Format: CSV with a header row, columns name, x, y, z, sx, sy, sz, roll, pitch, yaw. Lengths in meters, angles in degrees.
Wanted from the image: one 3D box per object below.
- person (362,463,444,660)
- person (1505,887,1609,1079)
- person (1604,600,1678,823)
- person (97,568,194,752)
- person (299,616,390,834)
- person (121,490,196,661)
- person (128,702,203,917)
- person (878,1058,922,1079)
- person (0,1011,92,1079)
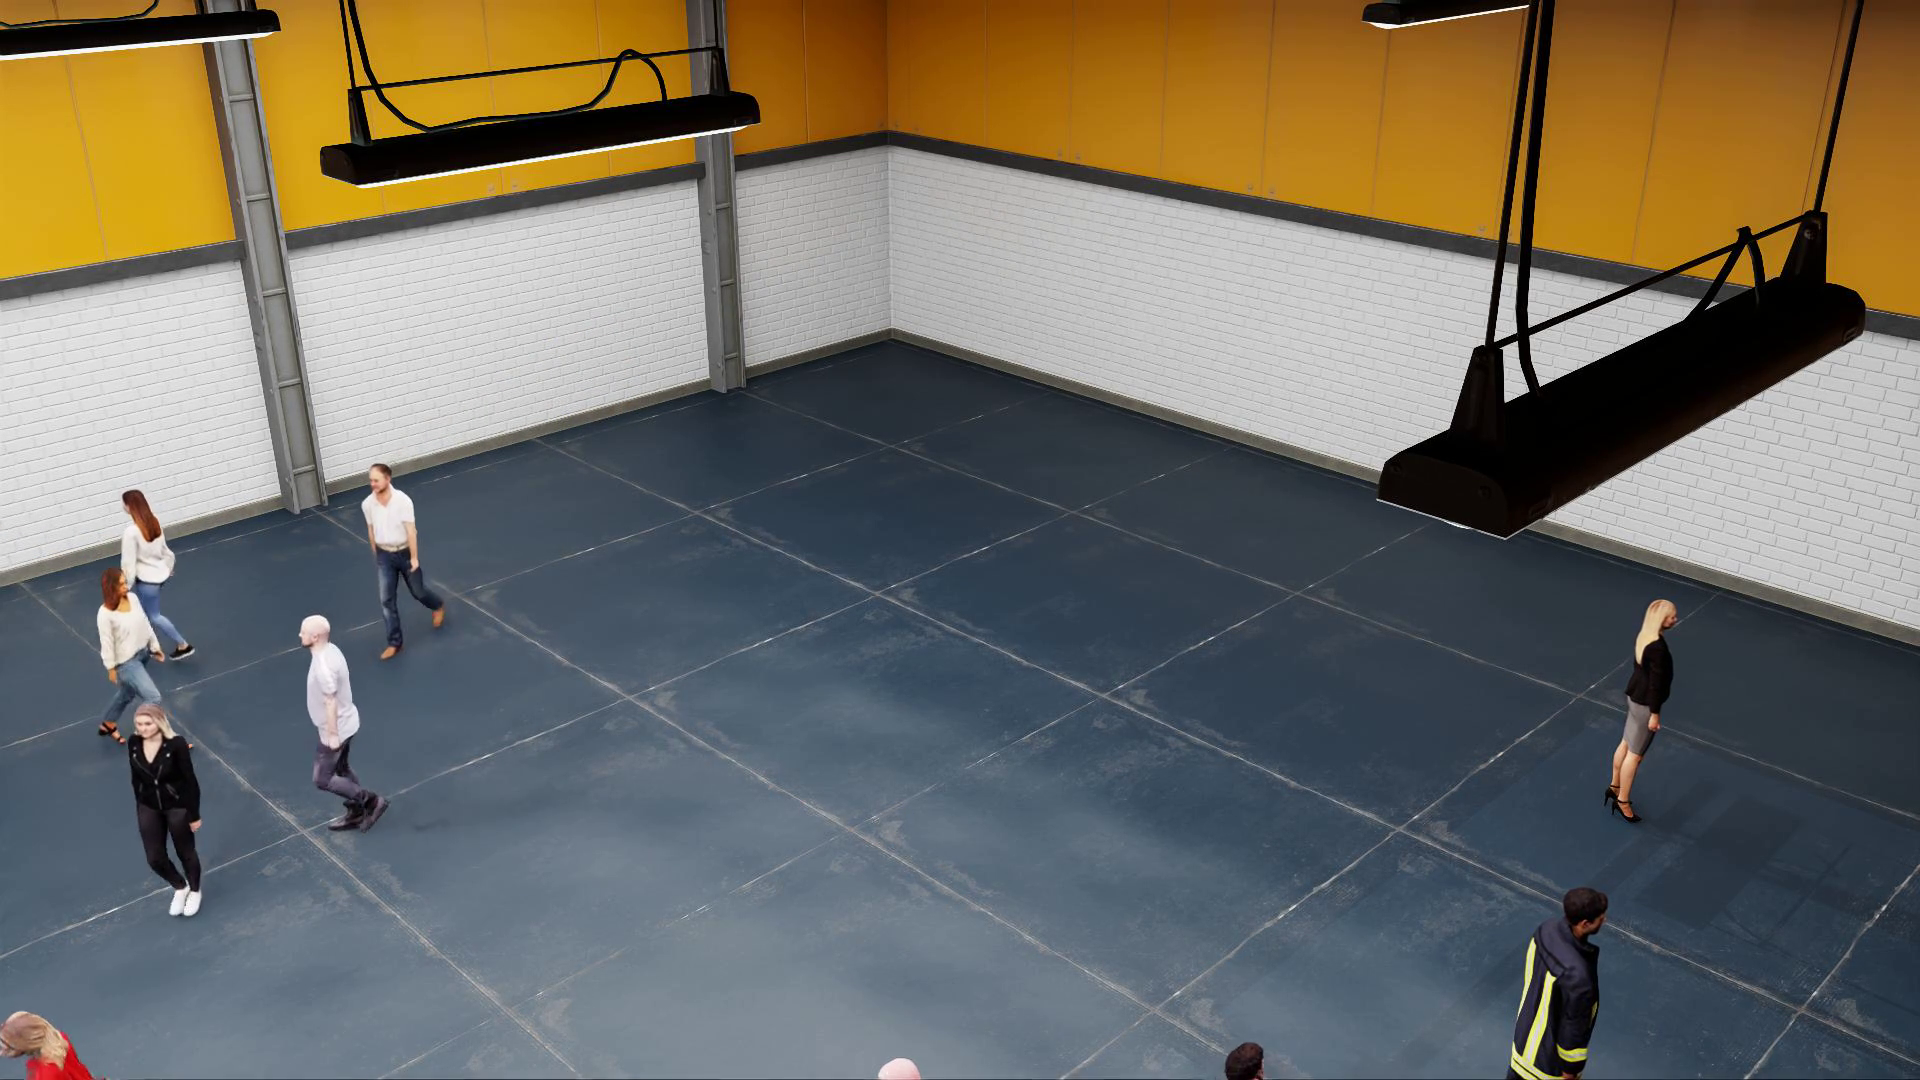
name,x,y,z,sx,sy,sz,roll,pitch,yaw
person,-5.143,0.122,15.388,1.096,1.826,1.258,4,24,10
person,3.293,2.739,9.281,0.932,1.923,0.877,0,24,-1
person,5.211,1.288,12.701,0.762,1.842,0.679,2,24,6
person,-6.868,0.995,13.624,1.084,1.639,1.084,3,24,7
person,-4.595,1.398,12.480,0.886,1.817,0.835,-7,25,-16
person,-7.269,0.370,15.041,1.036,1.650,1.010,3,24,8
person,-5.505,1.836,11.655,0.720,1.675,0.789,-1,24,-2
person,-0.303,3.289,8.170,0.646,1.804,0.672,-16,28,-32
person,-4.596,3.097,8.778,0.801,1.669,0.760,-4,24,-9
